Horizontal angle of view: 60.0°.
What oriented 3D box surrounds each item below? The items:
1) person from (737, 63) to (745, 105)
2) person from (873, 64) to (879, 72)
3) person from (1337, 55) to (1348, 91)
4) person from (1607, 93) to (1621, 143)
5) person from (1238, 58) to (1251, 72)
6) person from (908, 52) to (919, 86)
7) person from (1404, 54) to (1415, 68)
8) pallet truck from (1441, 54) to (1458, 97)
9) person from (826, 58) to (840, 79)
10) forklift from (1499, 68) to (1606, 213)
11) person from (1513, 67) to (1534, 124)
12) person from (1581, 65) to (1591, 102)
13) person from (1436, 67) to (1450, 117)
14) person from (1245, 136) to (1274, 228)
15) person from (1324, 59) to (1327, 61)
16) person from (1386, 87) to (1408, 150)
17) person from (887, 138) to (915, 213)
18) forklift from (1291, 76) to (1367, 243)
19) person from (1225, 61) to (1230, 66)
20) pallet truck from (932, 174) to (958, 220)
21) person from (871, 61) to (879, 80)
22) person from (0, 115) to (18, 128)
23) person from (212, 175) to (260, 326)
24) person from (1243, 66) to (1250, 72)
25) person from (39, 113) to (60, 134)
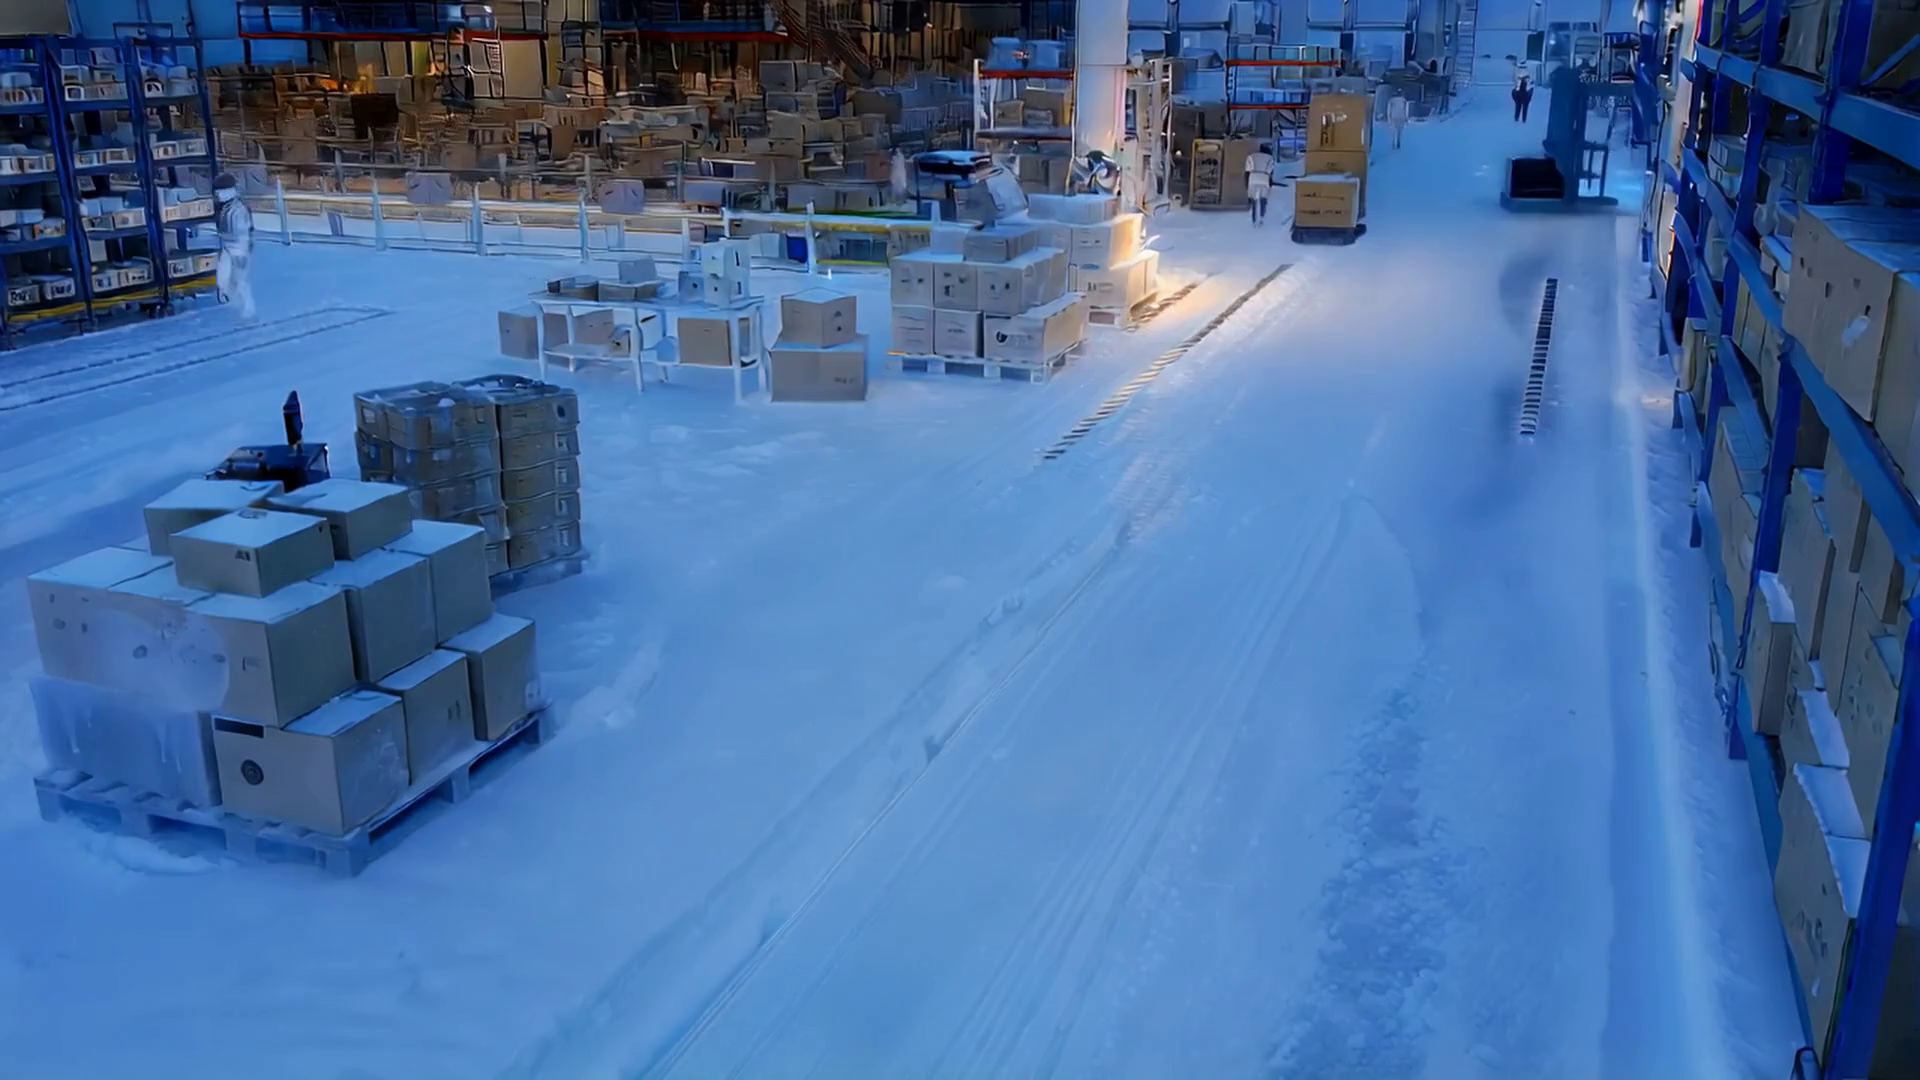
[{"bbox_3d":[-9.510,-19.766,72.068,0.324,1.769,0.523,-6,19,-18],"label":"person"},{"bbox_3d":[-3.416,-18.503,67.946,0.329,1.864,0.508,2,18,7],"label":"person"},{"bbox_3d":[19.521,-23.839,84.829,0.641,1.798,0.950,-13,22,-35],"label":"person"},{"bbox_3d":[20.137,-13.084,51.188,0.322,1.697,0.533,6,19,19],"label":"person"},{"bbox_3d":[13.447,-21.797,78.364,0.666,1.817,0.681,-6,19,-18],"label":"person"},{"bbox_3d":[-2.308,-24.681,87.389,0.972,1.831,0.594,-2,18,-7],"label":"person"},{"bbox_3d":[21.523,-22.276,79.675,0.352,1.937,0.635,-10,20,-28],"label":"person"},{"bbox_3d":[22.765,-21.886,78.355,0.823,1.965,1.885,-4,18,-14],"label":"pallet truck"},{"bbox_3d":[-5.594,-20.209,73.162,0.651,1.945,0.542,-8,19,-24],"label":"person"},{"bbox_3d":[11.987,-8.022,33.360,1.873,2.768,1.129,2,18,5],"label":"forklift"},{"bbox_3d":[20.141,-15.921,59.543,0.692,2.000,0.698,8,19,23],"label":"person"},{"bbox_3d":[24.837,-17.931,66.136,0.574,1.876,0.356,-16,23,-40],"label":"person"},{"bbox_3d":[18.624,-17.218,63.943,0.617,1.849,0.539,-5,18,-15],"label":"person"},{"bbox_3d":[5.594,-6.690,31.108,0.557,1.676,0.526,5,18,16],"label":"person"},{"bbox_3d":[20.204,-26.134,91.852,0.714,1.908,0.610,2,18,7],"label":"person"},{"bbox_3d":[12.823,-12.373,48.807,0.617,1.781,0.914,4,18,14],"label":"person"},{"bbox_3d":[-1.136,-6.455,30.334,0.923,1.714,0.543,3,18,9],"label":"person"},{"bbox_3d":[6.598,-6.755,29.381,1.129,2.768,1.873,6,19,19],"label":"forklift"},{"bbox_3d":[12.218,-21.067,76.217,0.505,1.722,0.666,-10,20,-28],"label":"person"},{"bbox_3d":[-0.507,-5.292,27.348,0.653,1.274,1.630,6,19,19],"label":"pallet truck"},{"bbox_3d":[-3.671,-20.439,74.122,0.893,1.816,0.507,-1,18,-4],"label":"person"},{"bbox_3d":[-27.815,-12.335,48.491,0.639,1.910,0.407,-4,18,-13],"label":"person"},{"bbox_3d":[-9.316,-3.688,21.284,0.633,1.925,0.518,12,21,32],"label":"person"},{"bbox_3d":[11.615,-18.406,67.581,0.427,1.898,0.628,-10,20,-28],"label":"person"},{"bbox_3d":[-22.441,-10.096,41.238,0.376,2.043,0.609,5,18,15],"label":"person"}]
